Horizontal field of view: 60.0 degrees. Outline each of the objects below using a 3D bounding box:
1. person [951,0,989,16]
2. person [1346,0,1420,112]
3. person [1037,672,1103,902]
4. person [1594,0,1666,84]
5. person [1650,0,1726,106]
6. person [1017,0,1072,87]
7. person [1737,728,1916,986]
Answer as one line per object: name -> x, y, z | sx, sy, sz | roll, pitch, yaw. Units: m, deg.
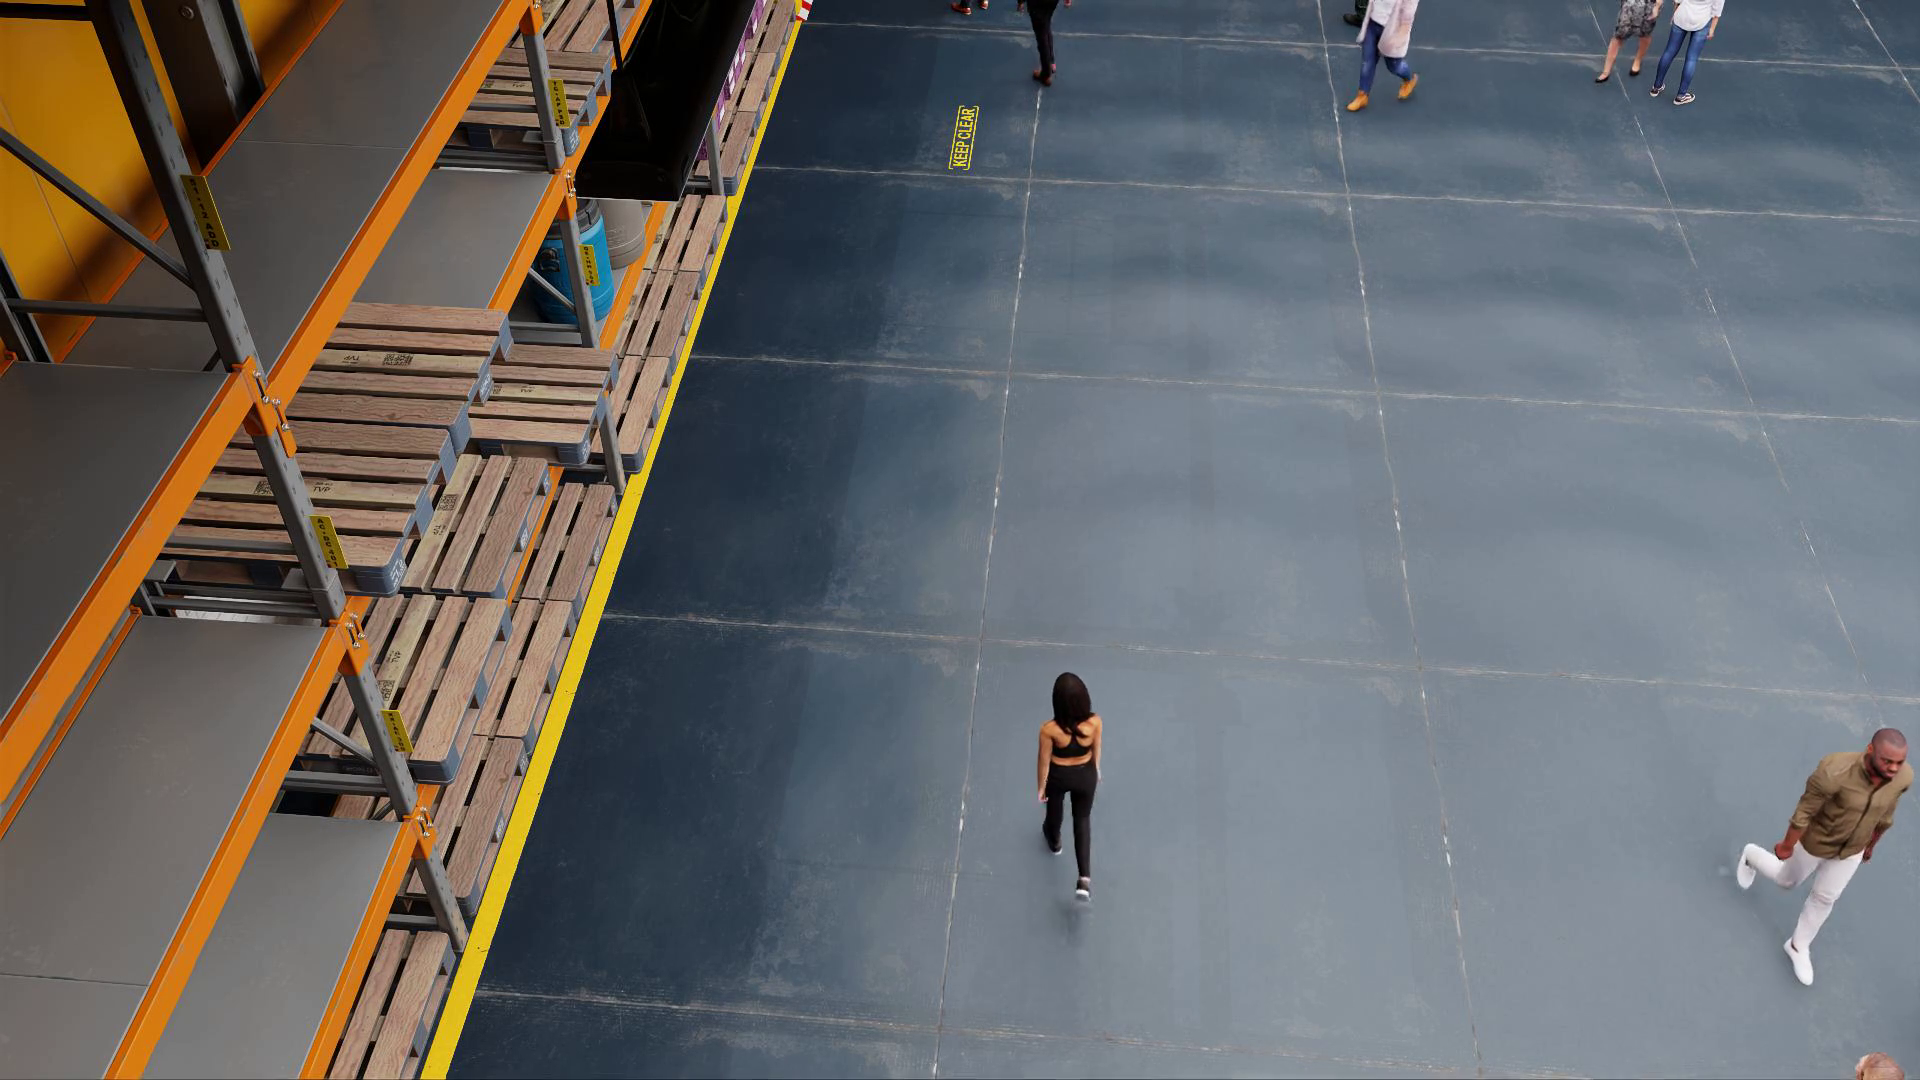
person -> 0.135, -6.551, 17.800 | 0.791, 1.824, 0.804 | -21, 48, -21
person -> 4.268, -5.037, 16.286 | 1.106, 1.720, 1.096 | -24, 49, -23
person -> 0.652, 1.430, 9.566 | 0.669, 1.625, 1.006 | -5, 44, -5
person -> 6.953, -5.455, 16.761 | 0.912, 1.670, 1.065 | 28, 50, 26
person -> 7.242, -5.161, 16.422 | 0.796, 1.712, 0.747 | -34, 53, -30
person -> 0.891, -5.396, 16.560 | 0.837, 1.862, 0.865 | -21, 48, -21
person -> 4.797, 1.614, 9.247 | 0.788, 1.800, 1.063 | 0, 44, 0
